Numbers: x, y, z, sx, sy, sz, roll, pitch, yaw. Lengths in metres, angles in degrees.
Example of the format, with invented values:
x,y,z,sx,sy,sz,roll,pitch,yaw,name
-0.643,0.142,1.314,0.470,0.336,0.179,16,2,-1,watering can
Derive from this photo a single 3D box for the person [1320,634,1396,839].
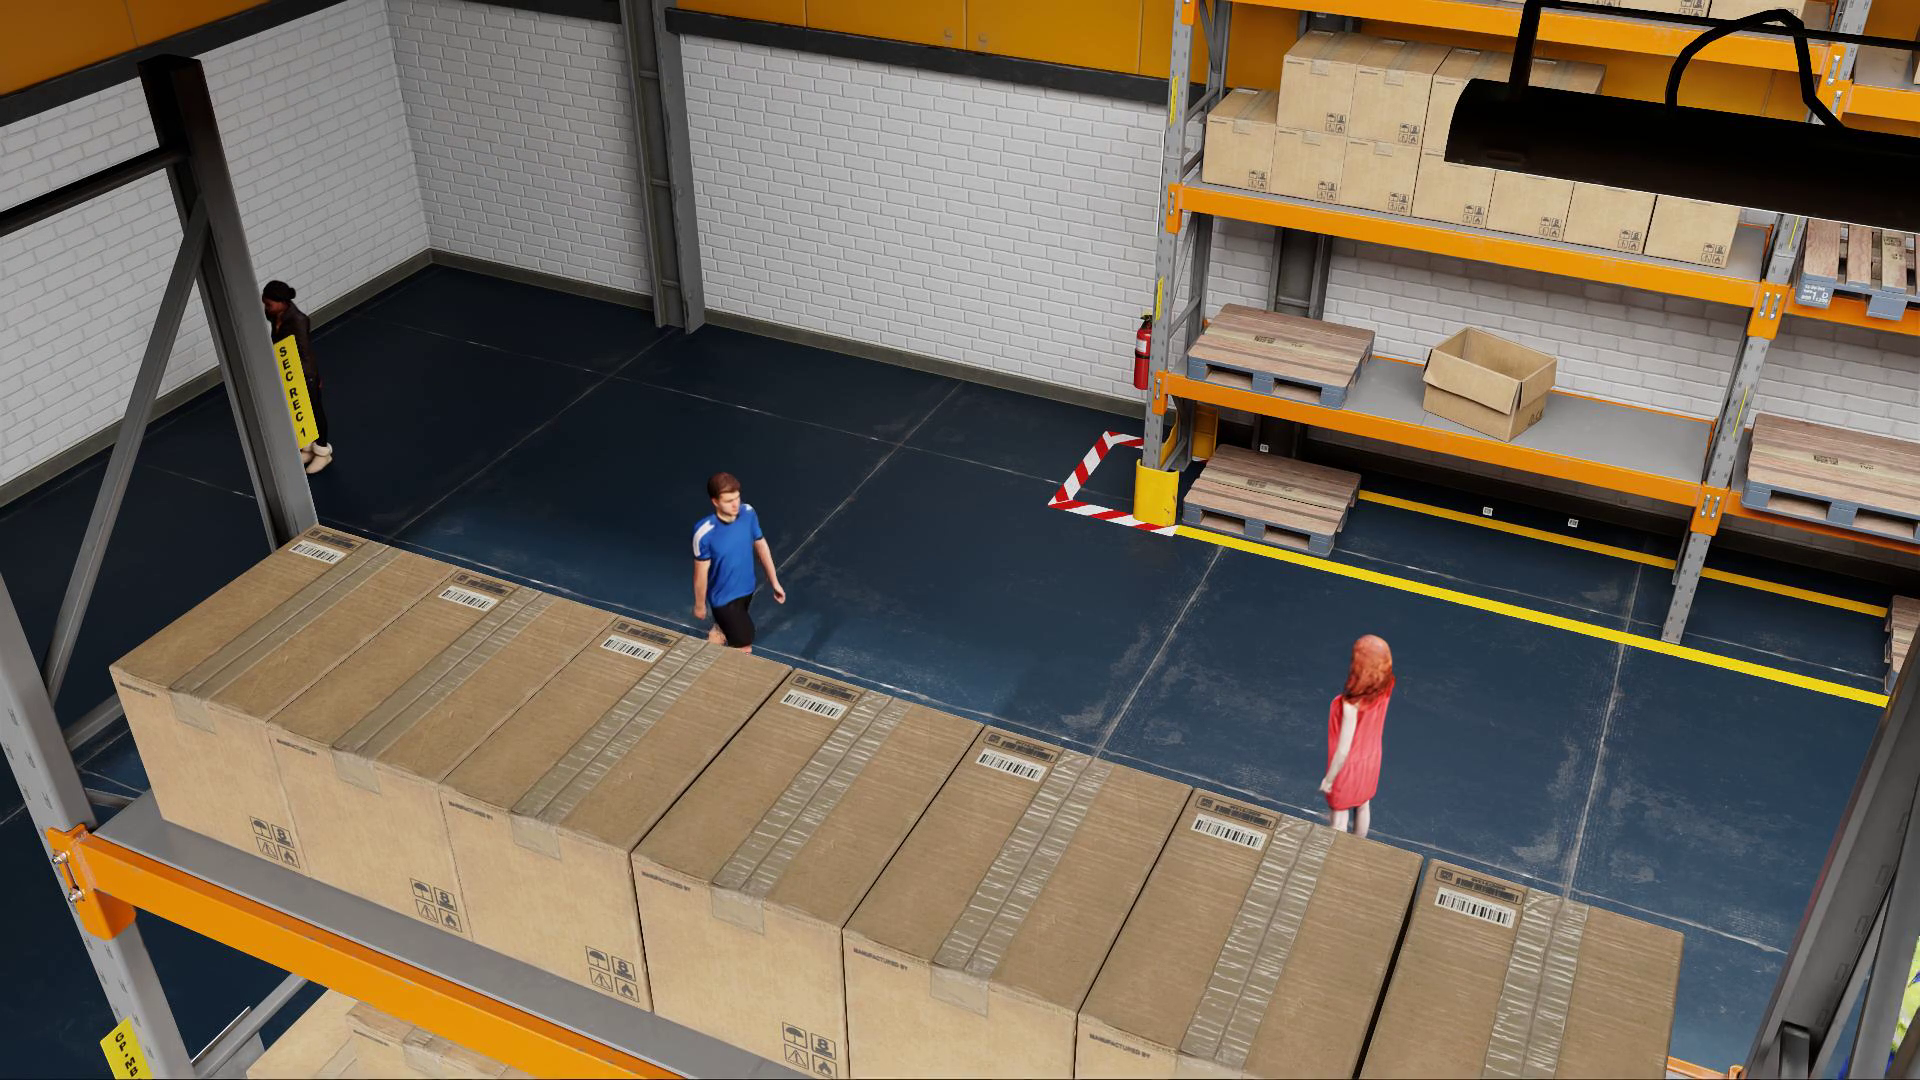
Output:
x,y,z,sx,sy,sz,roll,pitch,yaw,name
2.255,1.288,9.511,0.649,1.827,0.621,-28,43,-35,person

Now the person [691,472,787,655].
x,y,z,sx,sy,sz,roll,pitch,yaw,name
-1.583,0.304,10.999,1.239,1.819,0.788,20,39,28,person

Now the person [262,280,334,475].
x,y,z,sx,sy,sz,roll,pitch,yaw,name
-5.416,-1.385,13.682,0.581,1.661,0.650,-1,34,-1,person
